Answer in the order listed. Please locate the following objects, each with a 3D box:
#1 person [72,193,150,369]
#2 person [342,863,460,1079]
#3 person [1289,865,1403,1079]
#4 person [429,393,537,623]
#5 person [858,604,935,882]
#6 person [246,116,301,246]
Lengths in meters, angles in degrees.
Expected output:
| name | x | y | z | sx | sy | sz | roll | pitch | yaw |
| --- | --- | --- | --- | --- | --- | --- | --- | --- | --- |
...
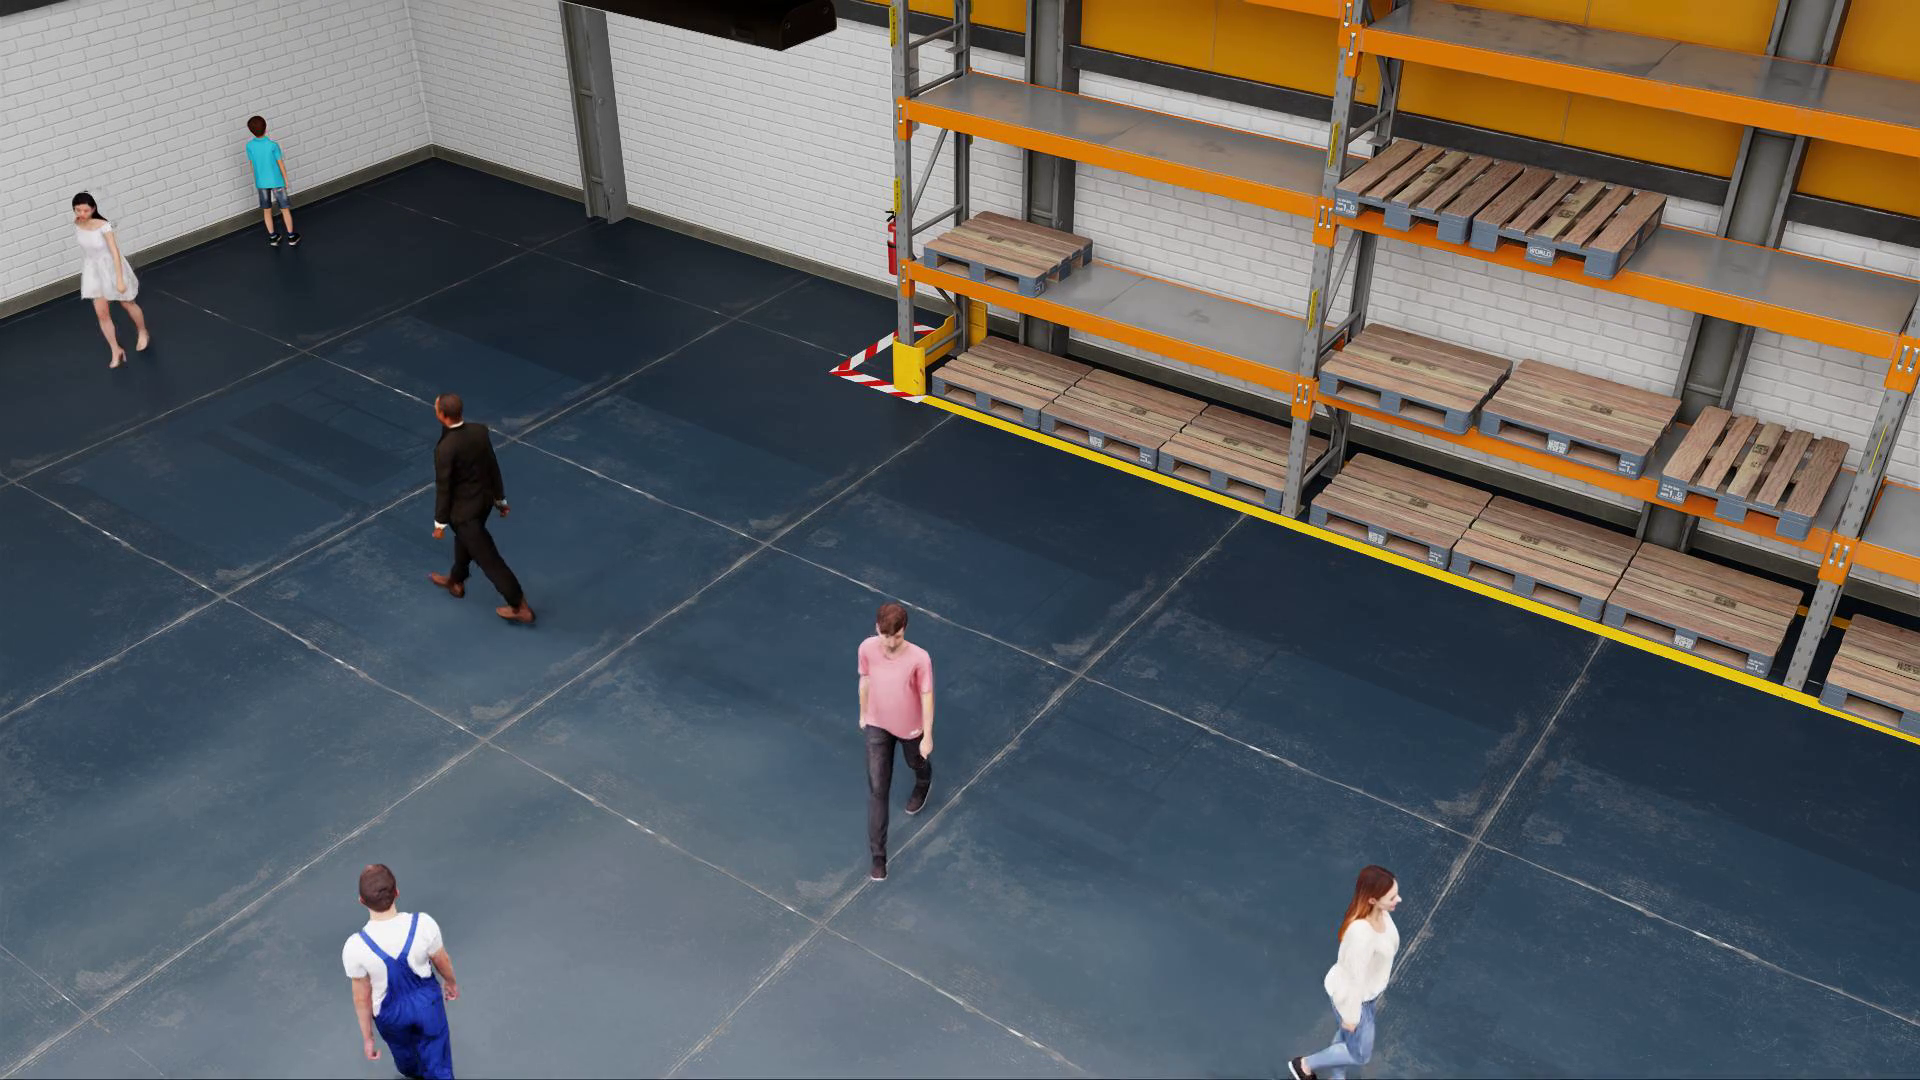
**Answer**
| name | x | y | z | sx | sy | sz | roll | pitch | yaw |
| --- | --- | --- | --- | --- | --- | --- | --- | --- | --- |
| person | -8.098 | -2.534 | 15.896 | 0.925 | 1.733 | 0.895 | 8 | 34 | 12 |
| person | -2.743 | 2.453 | 8.327 | 1.079 | 1.807 | 1.298 | -14 | 36 | -20 |
| person | 1.979 | 2.324 | 8.633 | 0.743 | 1.683 | 0.691 | 14 | 36 | 20 |
| person | -3.535 | -0.185 | 12.254 | 1.320 | 1.854 | 0.887 | 14 | 36 | 20 |
| person | -0.358 | 1.079 | 10.300 | 1.289 | 1.912 | 1.087 | 9 | 35 | 13 |
| person | -7.601 | -3.957 | 18.296 | 0.586 | 1.448 | 0.652 | -4 | 34 | -6 |
